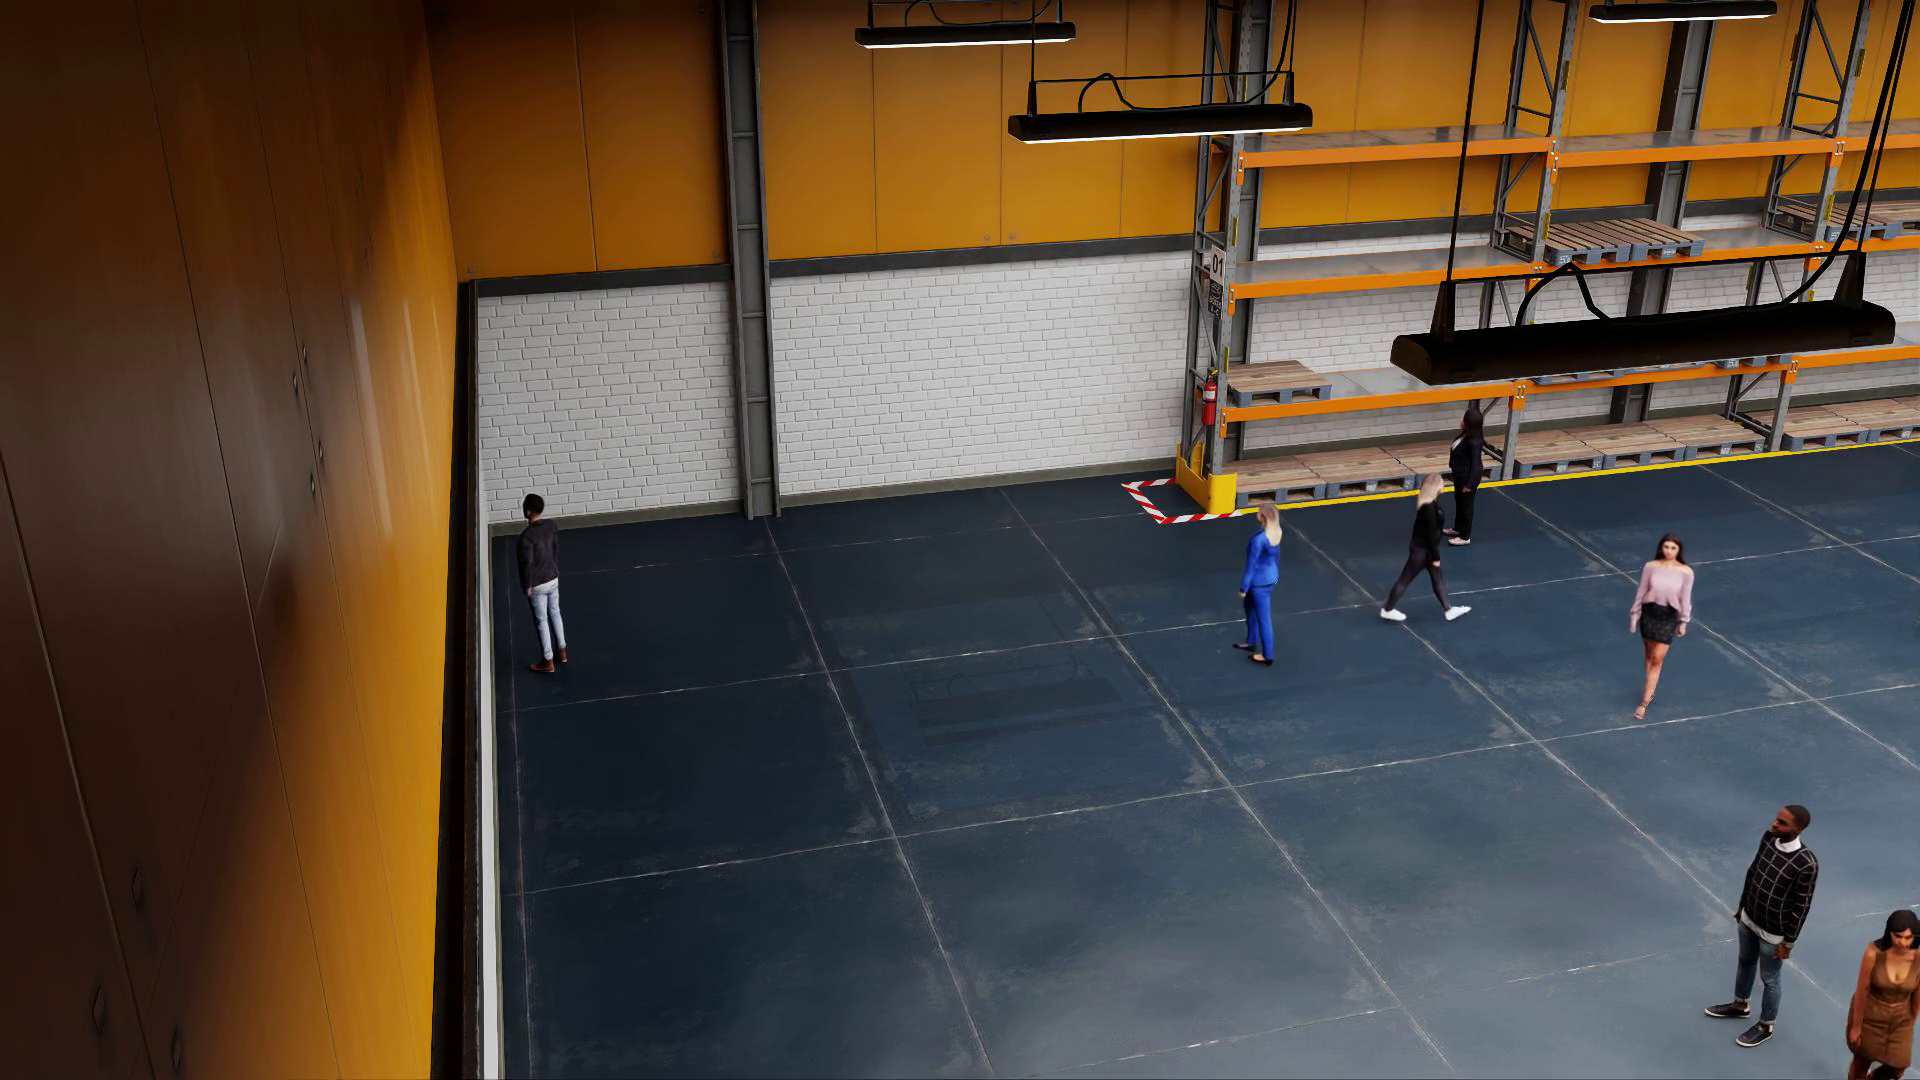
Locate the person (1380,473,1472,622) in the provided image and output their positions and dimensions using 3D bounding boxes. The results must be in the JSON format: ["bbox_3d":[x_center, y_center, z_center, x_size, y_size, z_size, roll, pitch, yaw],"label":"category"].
[{"bbox_3d":[4.644,0.121,17.030,1.226,1.641,0.971,5,24,11],"label":"person"}]

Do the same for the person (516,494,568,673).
[{"bbox_3d":[-4.051,0.405,16.138,0.770,1.836,0.736,10,26,22],"label":"person"}]

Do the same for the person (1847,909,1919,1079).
[{"bbox_3d":[5.747,2.976,10.459,0.724,1.674,0.764,3,24,8],"label":"person"}]

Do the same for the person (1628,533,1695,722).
[{"bbox_3d":[6.489,0.752,15.421,1.054,1.775,1.143,15,28,30],"label":"person"}]

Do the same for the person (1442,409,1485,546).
[{"bbox_3d":[5.797,-0.735,19.019,0.710,1.617,0.708,0,24,1],"label":"person"}]

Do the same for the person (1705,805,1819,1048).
[{"bbox_3d":[5.476,2.564,11.219,0.538,1.820,0.657,-6,24,-13],"label":"person"}]

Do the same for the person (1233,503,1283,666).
[{"bbox_3d":[3.038,0.448,16.225,0.888,1.688,0.827,14,27,29],"label":"person"}]
